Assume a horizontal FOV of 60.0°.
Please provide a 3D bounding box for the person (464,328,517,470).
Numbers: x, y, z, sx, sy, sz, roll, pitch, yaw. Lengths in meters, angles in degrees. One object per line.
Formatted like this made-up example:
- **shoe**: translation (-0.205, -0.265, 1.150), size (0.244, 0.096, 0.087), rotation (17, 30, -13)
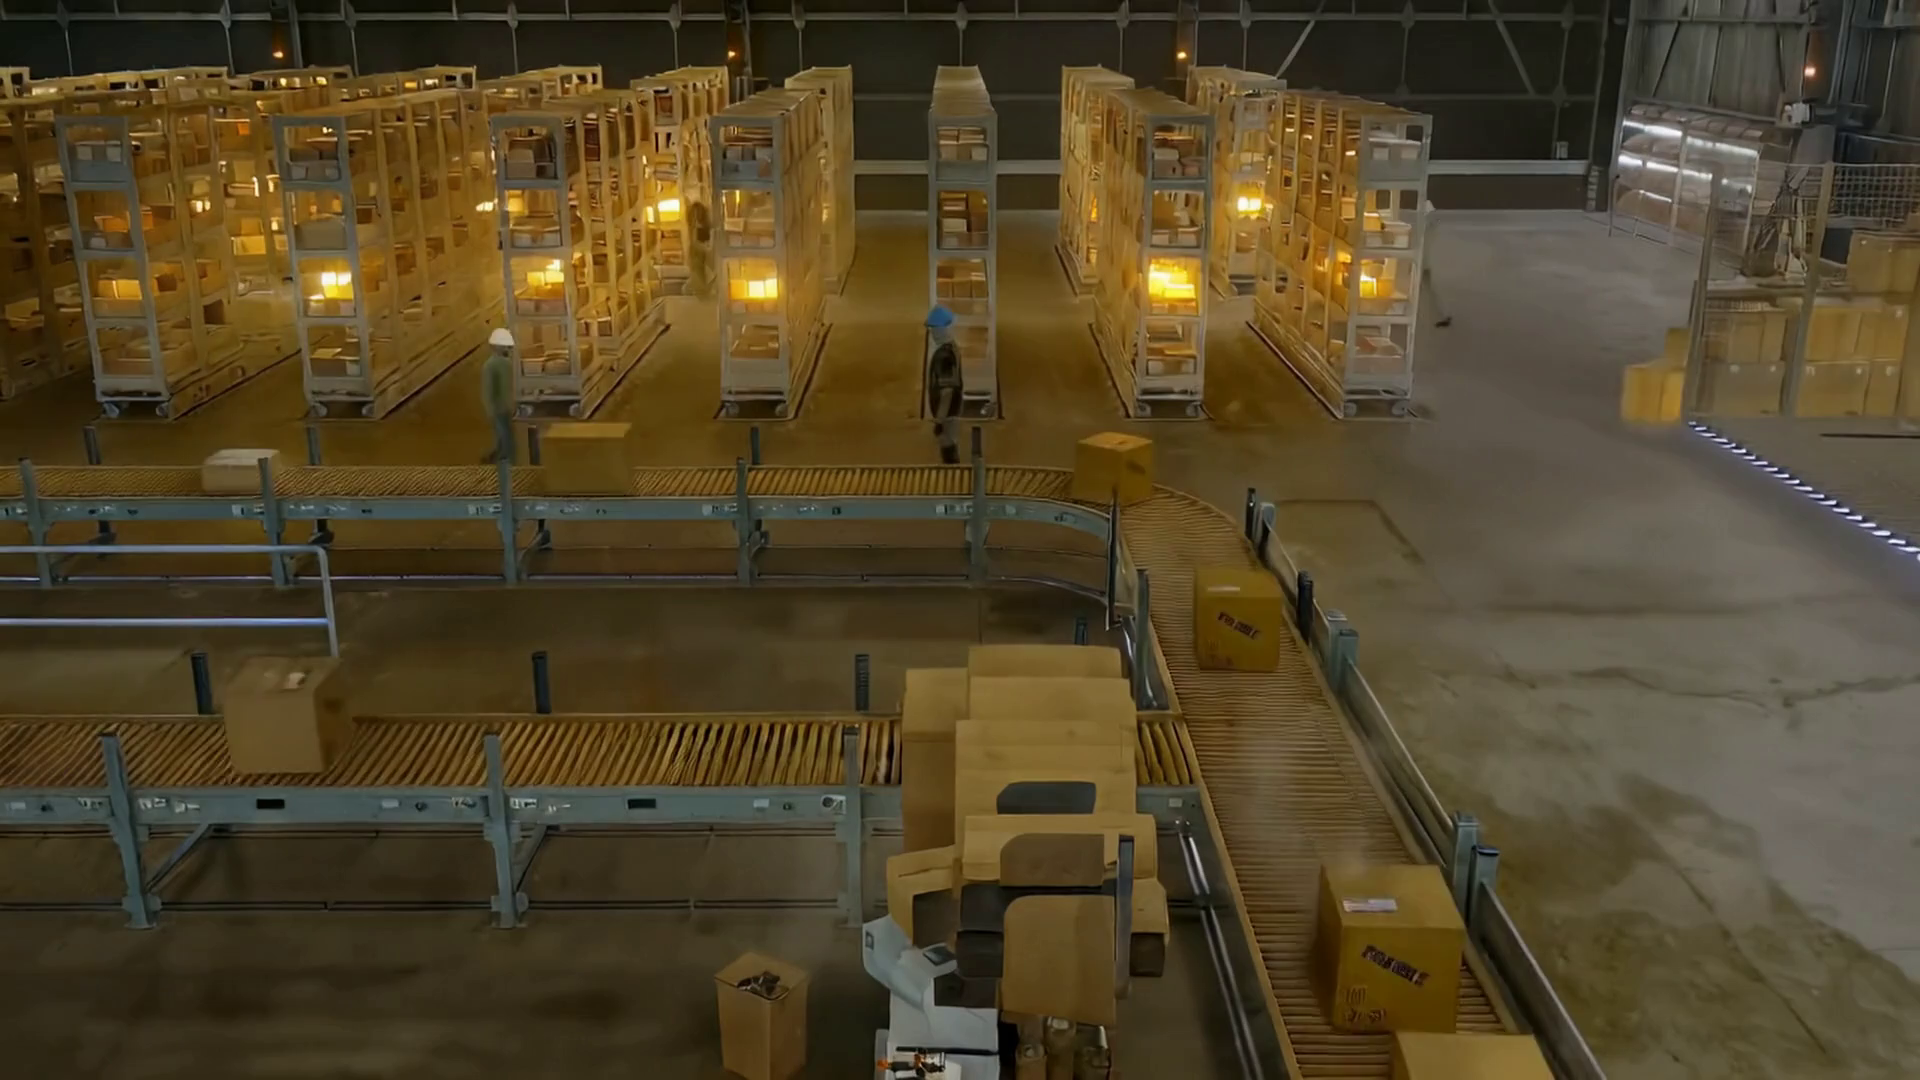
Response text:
- **person**: translation (-4.719, -1.298, 16.835), size (0.749, 1.736, 0.524), rotation (3, 18, 8)

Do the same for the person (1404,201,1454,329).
- **person**: translation (7.157, -4.221, 25.518), size (1.060, 1.942, 0.603), rotation (8, 20, 23)

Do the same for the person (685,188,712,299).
- **person**: translation (-4.391, -5.017, 28.145), size (0.525, 1.823, 0.757), rotation (4, 18, 11)

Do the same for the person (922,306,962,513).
- **person**: translation (-0.178, -1.273, 16.261), size (0.393, 2.041, 0.614), rotation (3, 18, 8)
